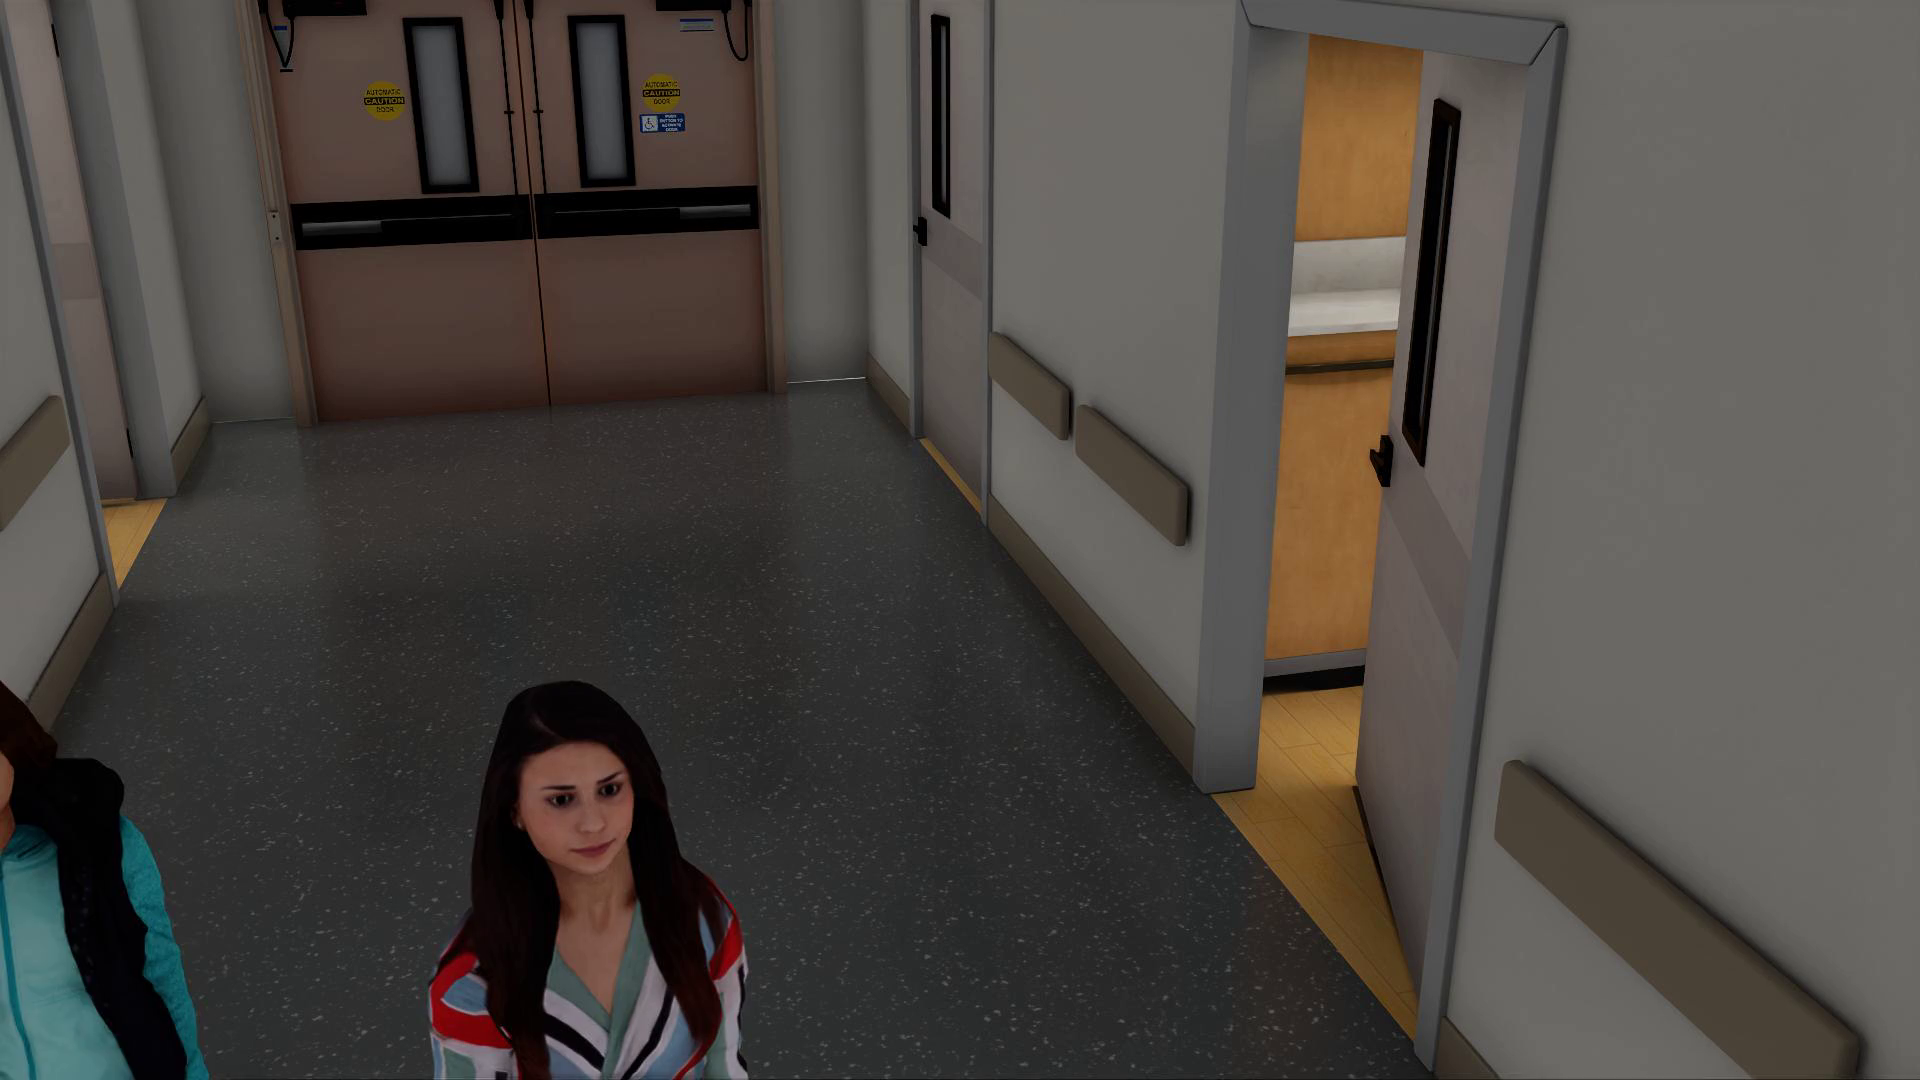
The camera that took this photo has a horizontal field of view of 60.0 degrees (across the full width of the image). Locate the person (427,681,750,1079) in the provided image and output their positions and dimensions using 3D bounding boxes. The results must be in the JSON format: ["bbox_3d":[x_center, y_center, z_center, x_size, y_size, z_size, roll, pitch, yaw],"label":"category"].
[{"bbox_3d":[-0.478,0.939,2.275,0.637,1.615,0.597,-11,23,-27],"label":"person"}]

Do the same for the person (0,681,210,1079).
[{"bbox_3d":[-1.434,0.849,2.686,0.590,1.492,0.611,-7,22,-18],"label":"person"}]
